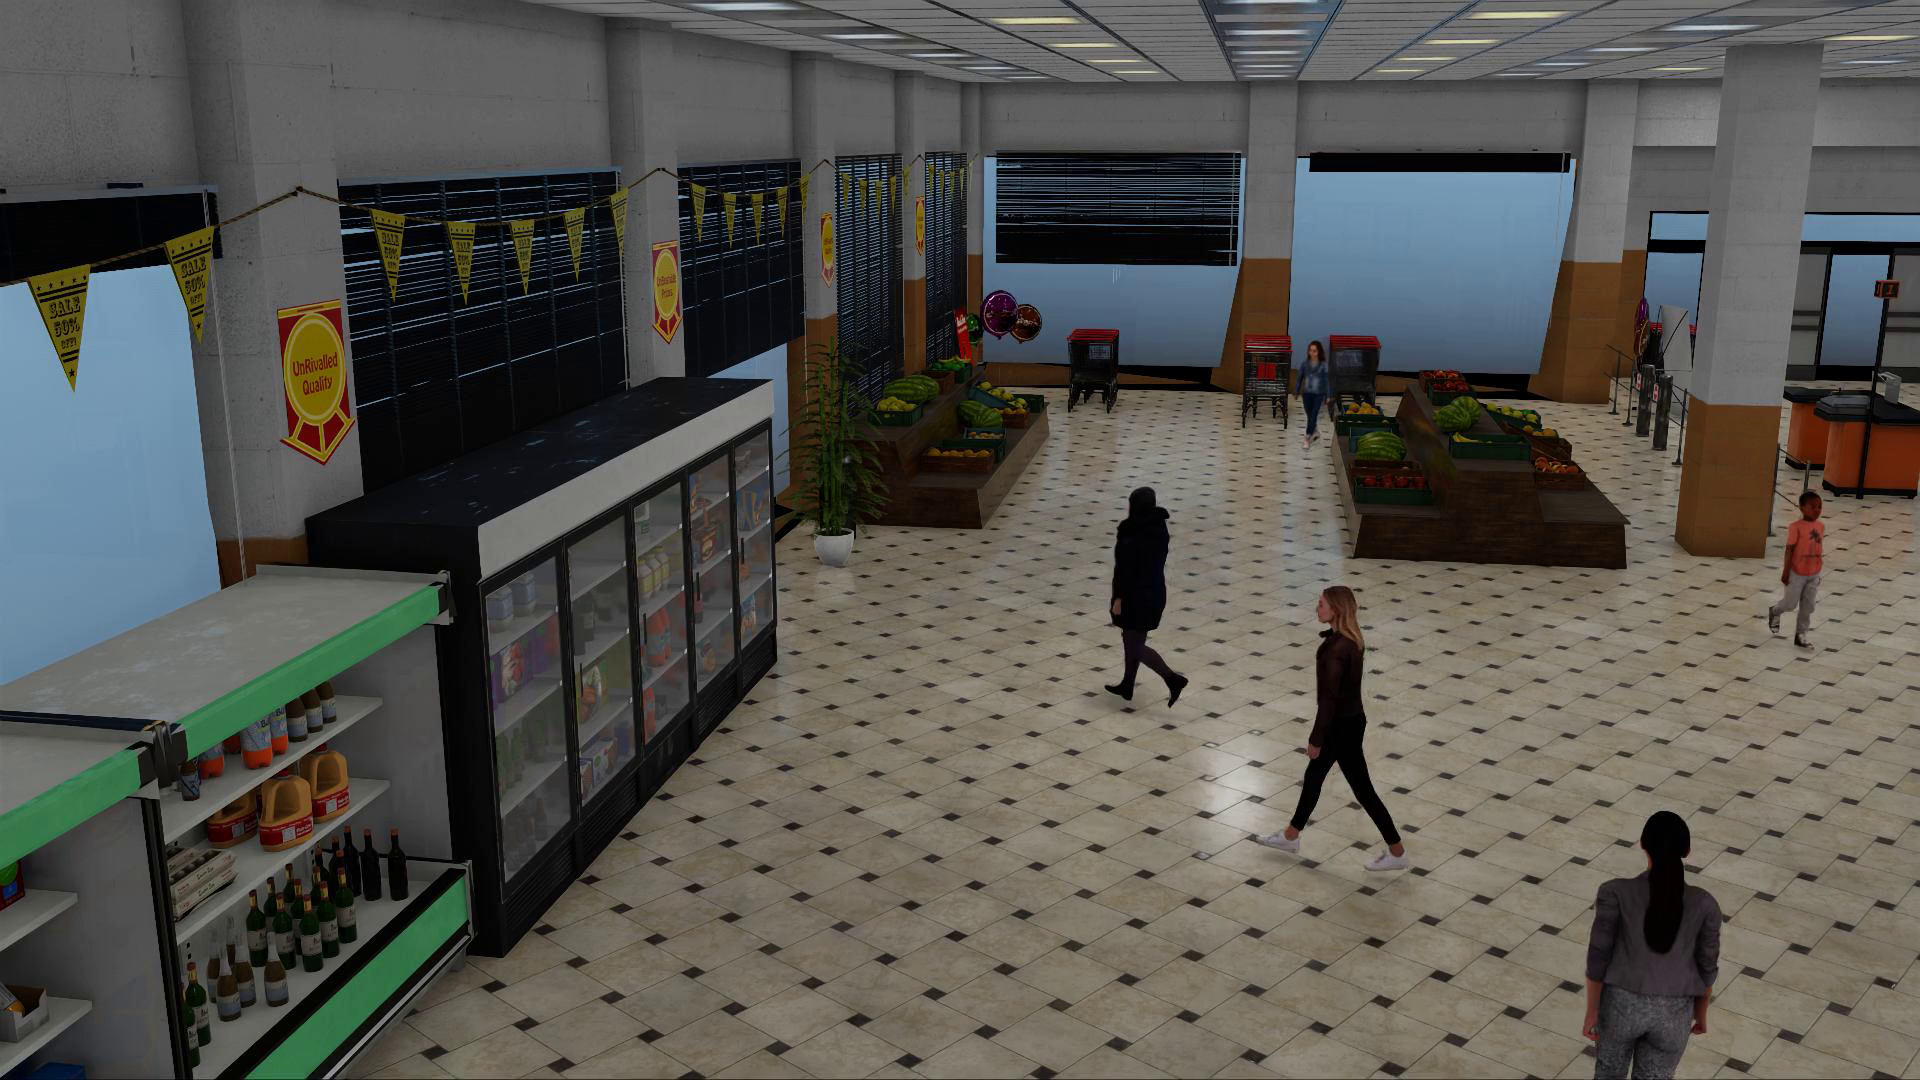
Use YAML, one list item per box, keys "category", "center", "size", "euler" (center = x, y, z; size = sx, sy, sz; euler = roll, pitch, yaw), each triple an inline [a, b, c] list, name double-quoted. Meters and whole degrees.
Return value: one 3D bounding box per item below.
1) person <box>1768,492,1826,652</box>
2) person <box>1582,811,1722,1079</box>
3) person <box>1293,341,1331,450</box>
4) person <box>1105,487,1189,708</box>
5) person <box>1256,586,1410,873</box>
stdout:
- category: "person"
  center: [6.957, 0.240, 13.808]
  size: [0.618, 1.298, 0.843]
  euler: [-2, 14, -7]
- category: "person"
  center: [2.606, 1.871, 6.330]
  size: [0.700, 1.652, 0.841]
  euler: [5, 15, 20]
- category: "person"
  center: [4.819, -1.974, 22.611]
  size: [0.848, 1.451, 1.098]
  euler: [9, 16, 32]
- category: "person"
  center: [1.376, 0.444, 12.206]
  size: [0.976, 1.656, 1.038]
  euler: [10, 17, 35]
- category: "person"
  center: [2.260, 1.115, 9.443]
  size: [0.818, 1.654, 1.097]
  euler: [5, 14, 19]
